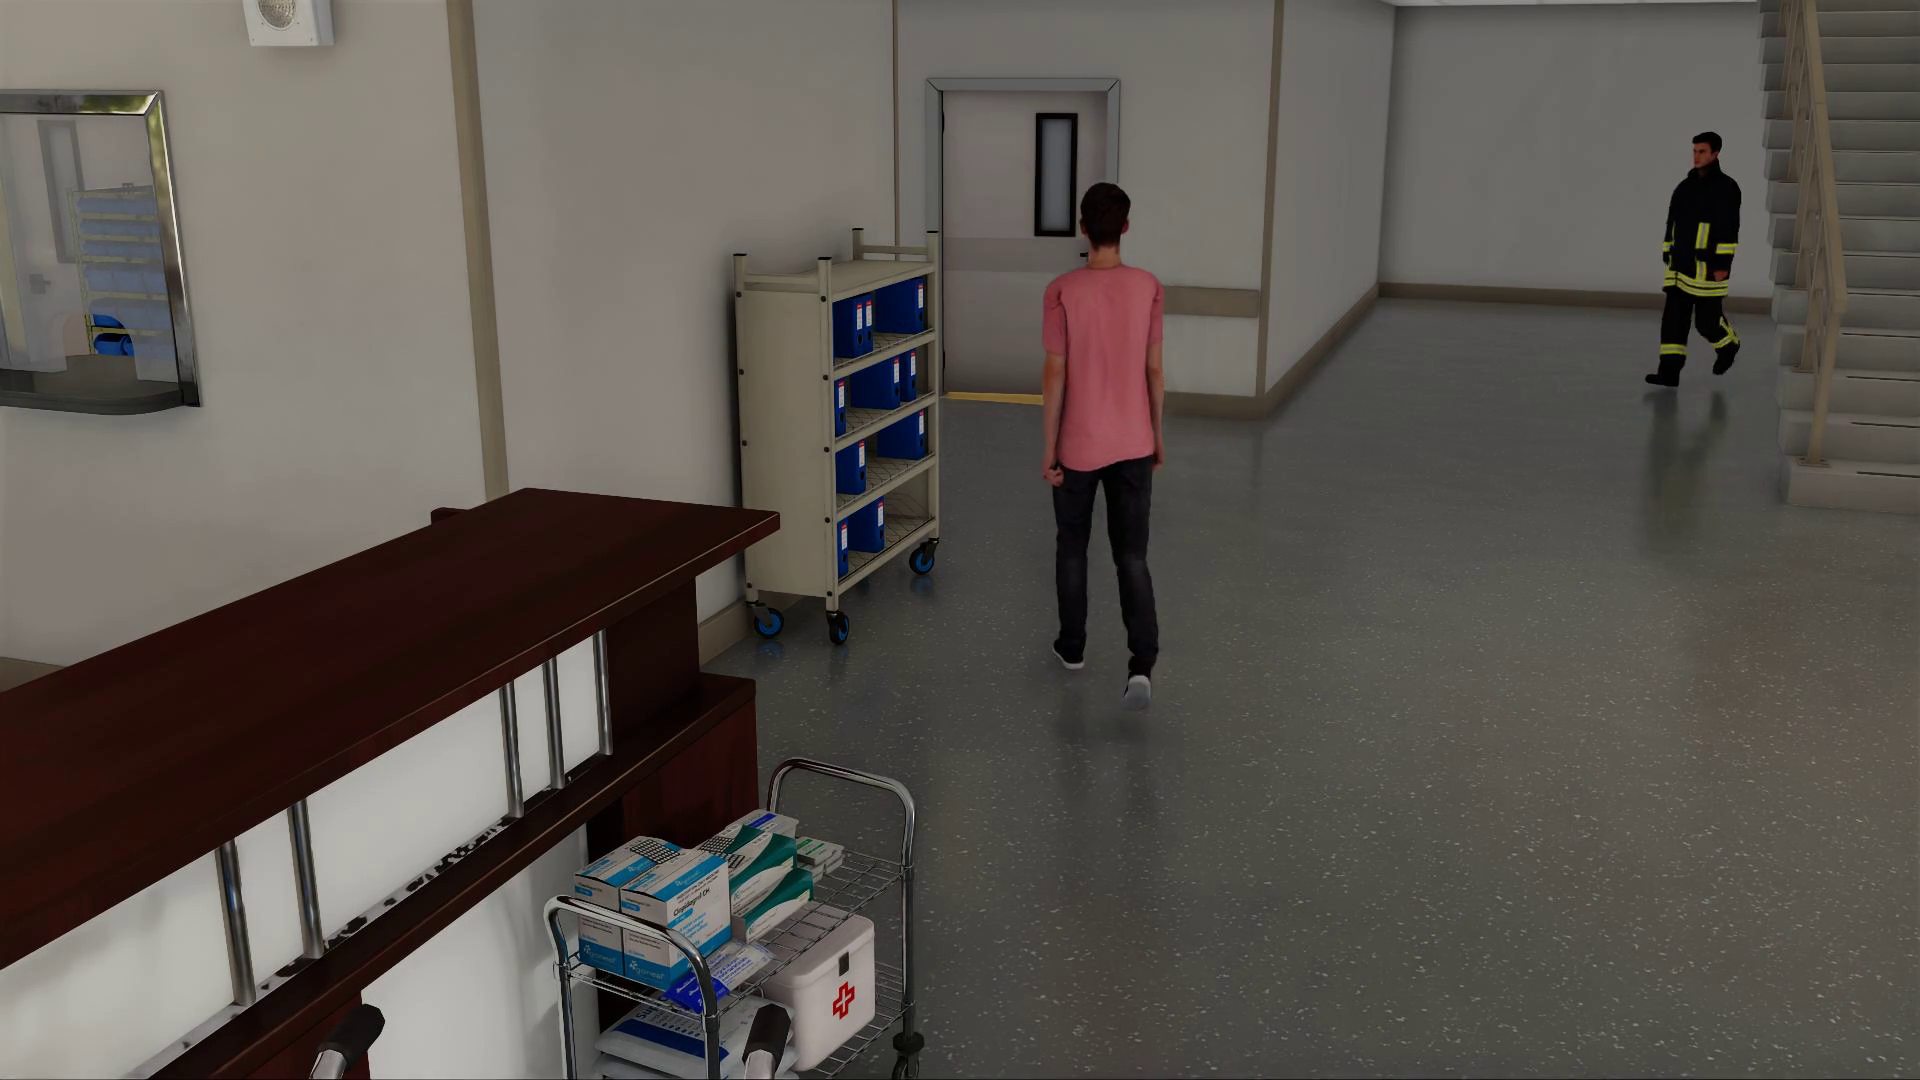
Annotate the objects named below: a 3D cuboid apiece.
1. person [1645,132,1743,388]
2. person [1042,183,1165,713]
[{"bbox_3d":[5.650,-2.108,12.595,1.250,1.907,1.174,-8,18,-26],"label":"person"},{"bbox_3d":[0.553,-0.312,6.194,1.033,1.925,1.301,-2,16,-7],"label":"person"}]
